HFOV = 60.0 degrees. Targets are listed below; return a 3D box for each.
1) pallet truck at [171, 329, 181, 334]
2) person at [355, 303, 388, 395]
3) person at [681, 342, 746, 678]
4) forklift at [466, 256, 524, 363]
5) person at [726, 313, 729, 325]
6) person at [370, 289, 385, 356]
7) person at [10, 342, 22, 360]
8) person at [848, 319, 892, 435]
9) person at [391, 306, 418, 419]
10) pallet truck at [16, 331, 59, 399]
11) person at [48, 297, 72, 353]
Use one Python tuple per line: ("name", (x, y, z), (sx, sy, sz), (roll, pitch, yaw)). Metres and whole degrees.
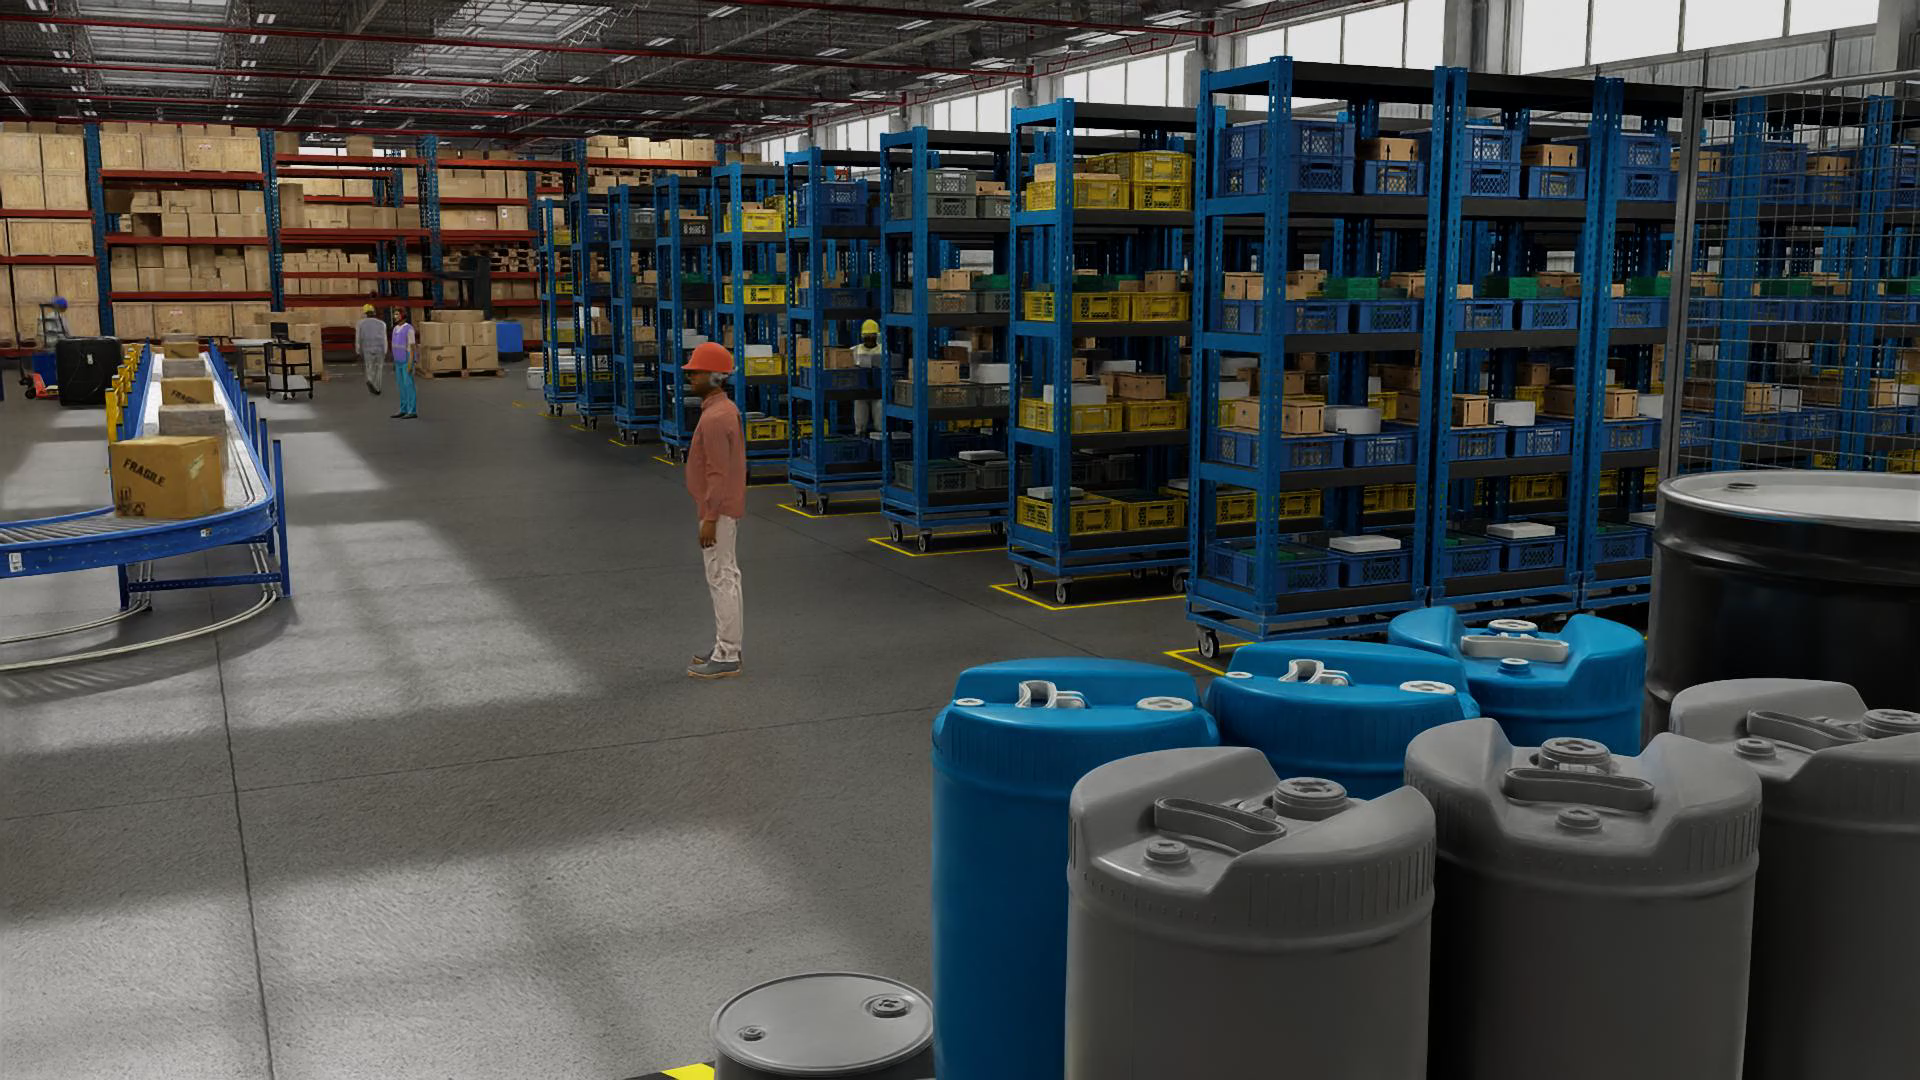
("pallet truck", (-17.275, -3.851, 35.096), (1.601, 1.201, 0.680), (0, 9, 1))
("person", (-11.455, -3.707, 32.401), (0.607, 1.809, 0.574), (-3, 10, -18))
("person", (-1.455, -0.179, 9.925), (0.370, 1.996, 0.622), (0, 9, -1))
("forklift", (-12.476, -6.004, 43.340), (1.873, 2.768, 1.129), (-7, 12, -37))
("person", (-4.590, -4.019, 34.146), (0.647, 1.872, 0.876), (3, 10, 19))
("person", (-16.767, -6.220, 47.687), (0.400, 1.910, 0.643), (4, 10, 24))
("person", (-26.070, -5.874, 45.783), (0.452, 1.830, 0.575), (-5, 10, -26))
("person", (-1.102, -1.785, 20.406), (0.590, 1.833, 0.403), (0, 9, 3))
("person", (-9.151, -2.919, 27.397), (0.566, 1.847, 0.389), (8, 12, 42))
("pallet truck", (-17.082, -3.353, 31.781), (1.630, 1.274, 0.653), (-4, 10, -25))
("person", (-19.143, -4.203, 35.310), (0.597, 1.887, 1.075), (9, 13, 44))
